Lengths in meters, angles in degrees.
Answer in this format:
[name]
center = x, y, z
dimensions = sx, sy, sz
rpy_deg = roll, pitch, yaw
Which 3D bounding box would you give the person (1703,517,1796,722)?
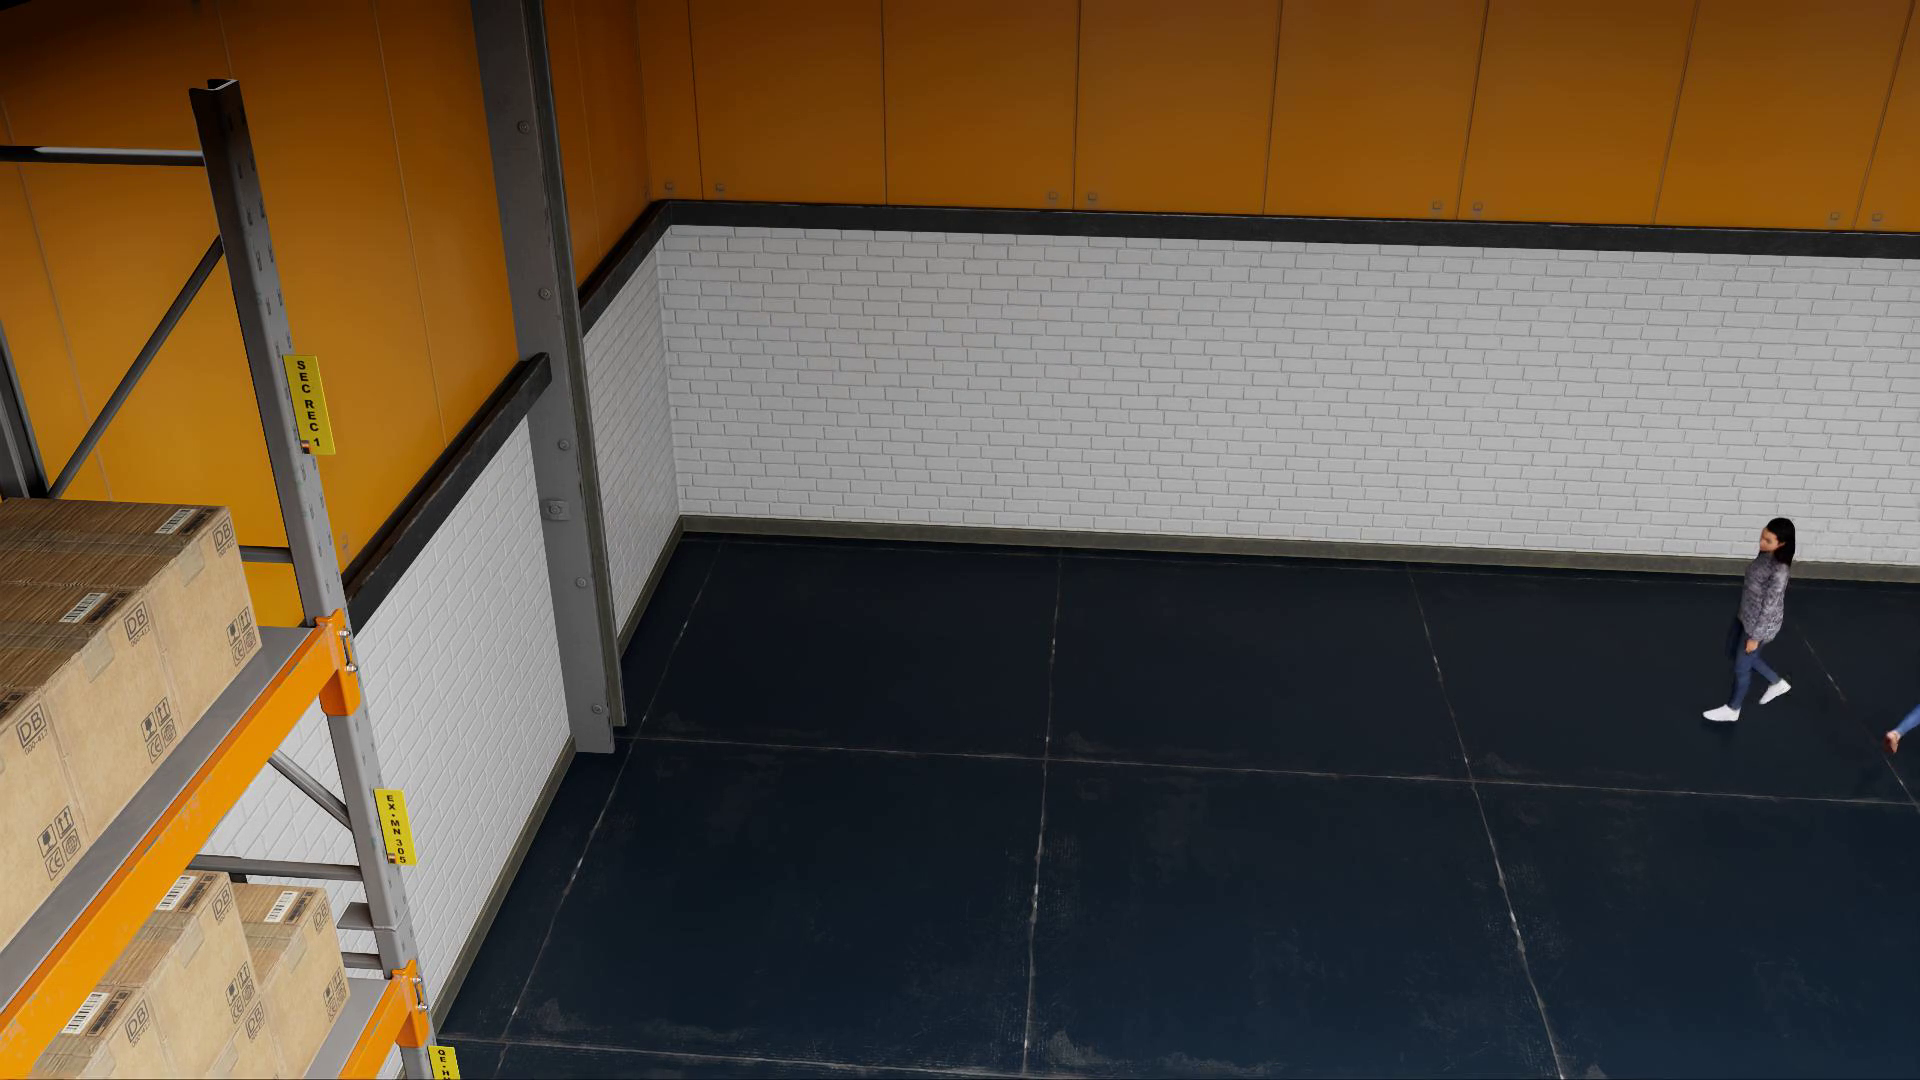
[person]
center = 5.792, 0.610, 11.896
dimensions = 0.690, 1.710, 0.746
rpy_deg = 5, 29, 9
